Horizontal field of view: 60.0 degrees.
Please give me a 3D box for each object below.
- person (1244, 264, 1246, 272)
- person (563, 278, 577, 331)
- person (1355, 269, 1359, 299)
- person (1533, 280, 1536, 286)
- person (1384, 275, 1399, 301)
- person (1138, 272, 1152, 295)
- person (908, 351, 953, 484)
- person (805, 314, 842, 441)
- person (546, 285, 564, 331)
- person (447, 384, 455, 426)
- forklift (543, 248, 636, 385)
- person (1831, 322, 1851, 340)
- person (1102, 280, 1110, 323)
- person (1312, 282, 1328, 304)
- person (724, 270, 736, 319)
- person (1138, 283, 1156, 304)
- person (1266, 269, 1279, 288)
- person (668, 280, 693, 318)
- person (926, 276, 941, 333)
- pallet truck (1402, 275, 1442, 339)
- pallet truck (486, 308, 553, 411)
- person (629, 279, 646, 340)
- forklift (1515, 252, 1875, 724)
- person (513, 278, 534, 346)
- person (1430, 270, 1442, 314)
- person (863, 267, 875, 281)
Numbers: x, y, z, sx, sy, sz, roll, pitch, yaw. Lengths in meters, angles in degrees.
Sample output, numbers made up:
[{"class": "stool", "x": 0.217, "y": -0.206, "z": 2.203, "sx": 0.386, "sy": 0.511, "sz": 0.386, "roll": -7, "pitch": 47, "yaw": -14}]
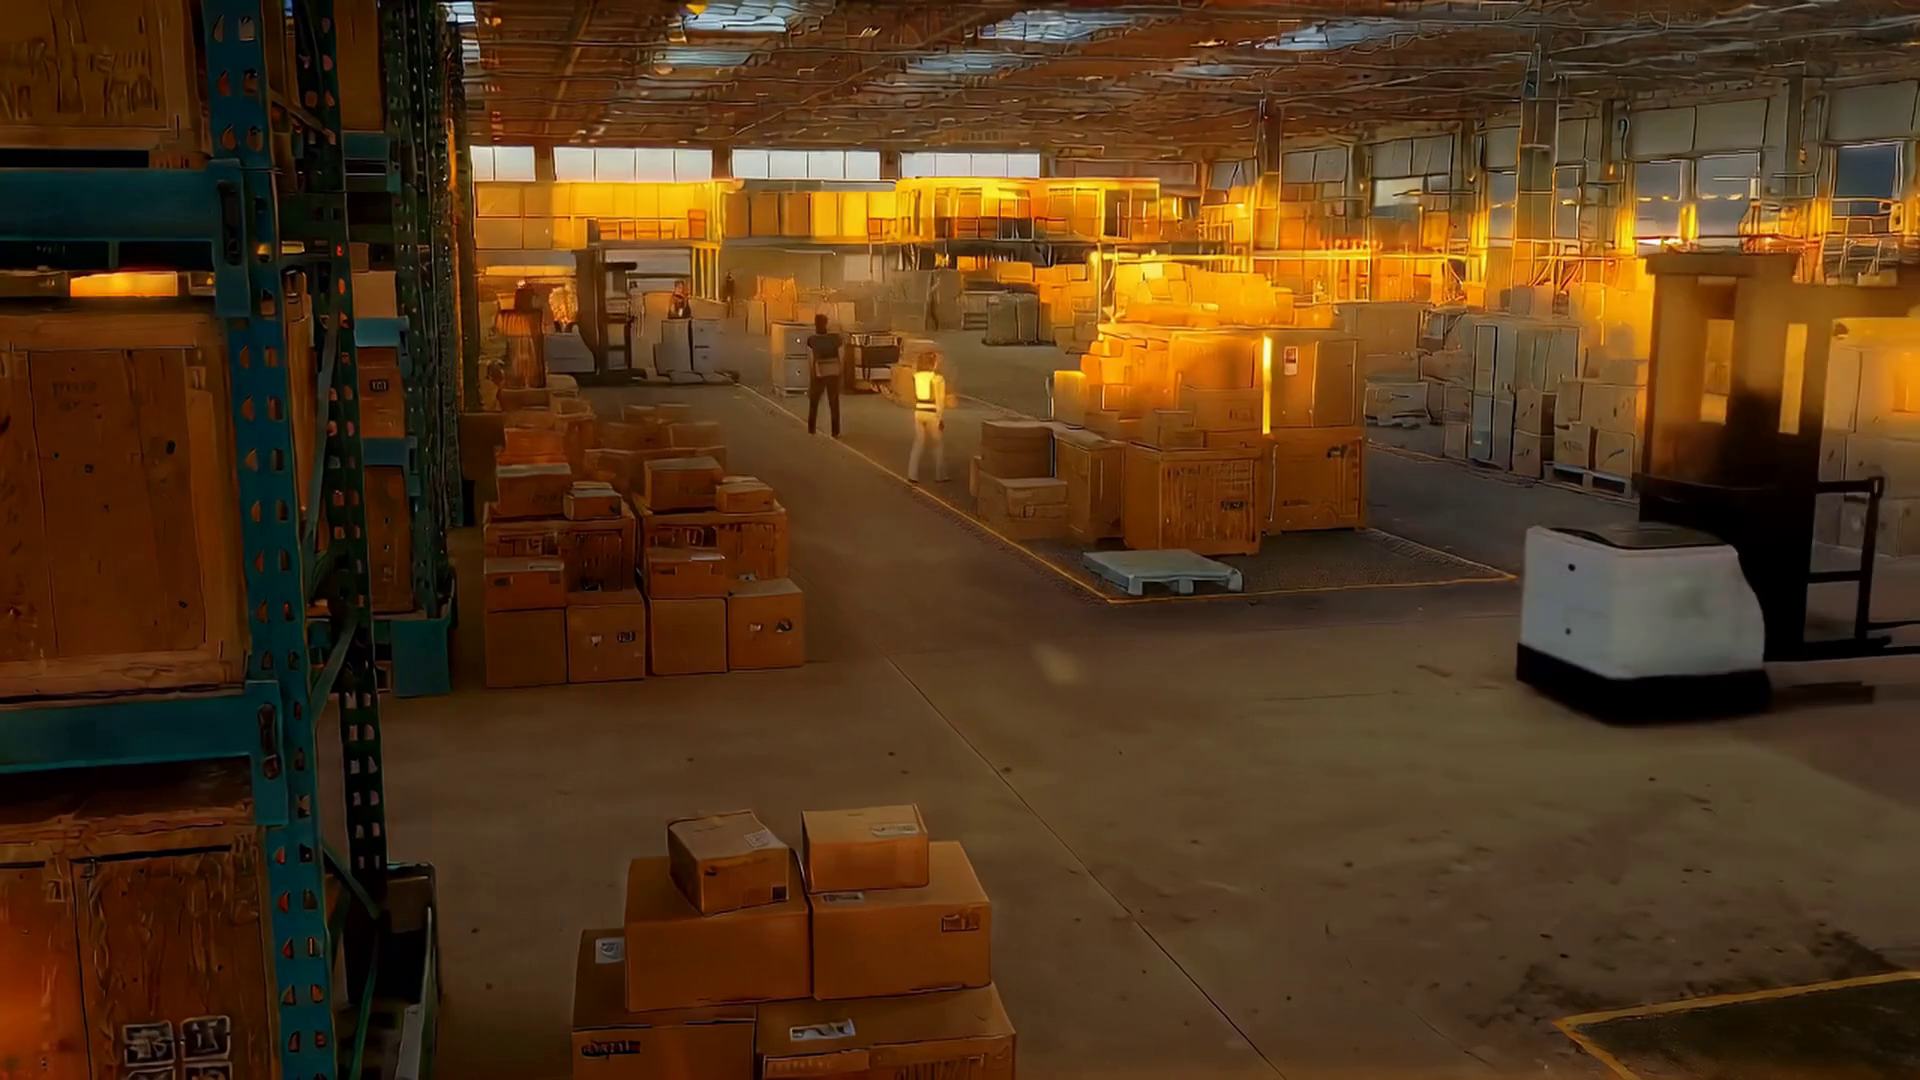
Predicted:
[{"class": "person", "x": 14.920, "y": -13.666, "z": 88.191, "sx": 0.613, "sy": 1.959, "sz": 0.960, "roll": -7, "pitch": 12, "yaw": -34}, {"class": "person", "x": -11.314, "y": -6.631, "z": 48.309, "sx": 0.367, "sy": 1.966, "sz": 0.604, "roll": 0, "pitch": 10, "yaw": 2}, {"class": "person", "x": 18.770, "y": -12.012, "z": 79.176, "sx": 0.455, "sy": 1.824, "sz": 0.645, "roll": 8, "pitch": 13, "yaw": 39}, {"class": "person", "x": 17.008, "y": -6.799, "z": 49.566, "sx": 0.590, "sy": 1.876, "sz": 0.997, "roll": 7, "pitch": 12, "yaw": 36}, {"class": "person", "x": 16.036, "y": -8.955, "z": 61.884, "sx": 0.627, "sy": 1.829, "sz": 0.445, "roll": -7, "pitch": 12, "yaw": -36}, {"class": "person", "x": 6.747, "y": -8.747, "z": 60.404, "sx": 0.437, "sy": 1.925, "sz": 0.657, "roll": 9, "pitch": 13, "yaw": 41}, {"class": "person", "x": -0.385, "y": -1.464, "z": 20.073, "sx": 0.528, "sy": 1.640, "sz": 0.526, "roll": 8, "pitch": 13, "yaw": 38}, {"class": "person", "x": -2.017, "y": -2.420, "z": 24.756, "sx": 0.598, "sy": 1.867, "sz": 0.995, "roll": -4, "pitch": 11, "yaw": -23}, {"class": "person", "x": -12.815, "y": -7.237, "z": 52.622, "sx": 0.538, "sy": 1.639, "sz": 0.871, "roll": -10, "pitch": 14, "yaw": -44}, {"class": "person", "x": -6.338, "y": -1.581, "z": 20.083, "sx": 0.430, "sy": 1.838, "sz": 0.619, "roll": 7, "pitch": 12, "yaw": 36}, {"class": "forklift", "x": -7.722, "y": -4.612, "z": 34.291, "sx": 1.873, "sy": 2.768, "sz": 1.129, "roll": -3, "pitch": 10, "yaw": -15}, {"class": "person", "x": 11.223, "y": -1.845, "z": 21.380, "sx": 0.638, "sy": 1.916, "sz": 0.871, "roll": -1, "pitch": 10, "yaw": -4}, {"class": "person", "x": 4.927, "y": -7.926, "z": 56.272, "sx": 0.294, "sy": 1.744, "sz": 0.486, "roll": 4, "pitch": 11, "yaw": 20}, {"class": "person", "x": 11.975, "y": -7.733, "z": 55.341, "sx": 0.534, "sy": 1.692, "sz": 0.321, "roll": 5, "pitch": 11, "yaw": 28}, {"class": "person", "x": -9.151, "y": -9.765, "z": 66.198, "sx": 0.543, "sy": 1.915, "sz": 0.502, "roll": -6, "pitch": 12, "yaw": -31}, {"class": "person", "x": 5.246, "y": -6.306, "z": 46.797, "sx": 0.546, "sy": 1.852, "sz": 0.416, "roll": 0, "pitch": 10, "yaw": 2}, {"class": "person", "x": 12.555, "y": -9.925, "z": 67.023, "sx": 0.613, "sy": 1.943, "sz": 0.400, "roll": -6, "pitch": 11, "yaw": -29}, {"class": "person", "x": -6.926, "y": -5.380, "z": 41.016, "sx": 0.538, "sy": 2.000, "sz": 0.690, "roll": 5, "pitch": 11, "yaw": 25}, {"class": "person", "x": -0.900, "y": -7.765, "z": 54.944, "sx": 0.500, "sy": 1.894, "sz": 0.600, "roll": -2, "pitch": 10, "yaw": -11}, {"class": "pallet truck", "x": 14.620, "y": -7.324, "z": 52.145, "sx": 0.823, "sy": 1.965, "sz": 1.885, "roll": 8, "pitch": 13, "yaw": 40}, {"class": "pallet truck", "x": -6.242, "y": -2.418, "z": 24.362, "sx": 0.823, "sy": 1.965, "sz": 1.885, "roll": 1, "pitch": 10, "yaw": 3}, {"class": "person", "x": -9.901, "y": -7.063, "z": 51.072, "sx": 0.528, "sy": 1.861, "sz": 0.353, "roll": -2, "pitch": 10, "yaw": -13}, {"class": "forklift", "x": 4.620, "y": -0.387, "z": 10.364, "sx": 1.873, "sy": 2.768, "sz": 1.129, "roll": -3, "pitch": 10, "yaw": -15}, {"class": "person", "x": -12.644, "y": -6.583, "z": 48.034, "sx": 0.659, "sy": 1.958, "sz": 0.855, "roll": 3, "pitch": 10, "yaw": 15}, {"class": "person", "x": 20.320, "y": -10.631, "z": 71.224, "sx": 0.589, "sy": 1.876, "sz": 0.994, "roll": 2, "pitch": 10, "yaw": 10}, {"class": "person", "x": -4.480, "y": -12.483, "z": 81.717, "sx": 0.628, "sy": 1.864, "sz": 0.501, "roll": 0, "pitch": 10, "yaw": -2}]
